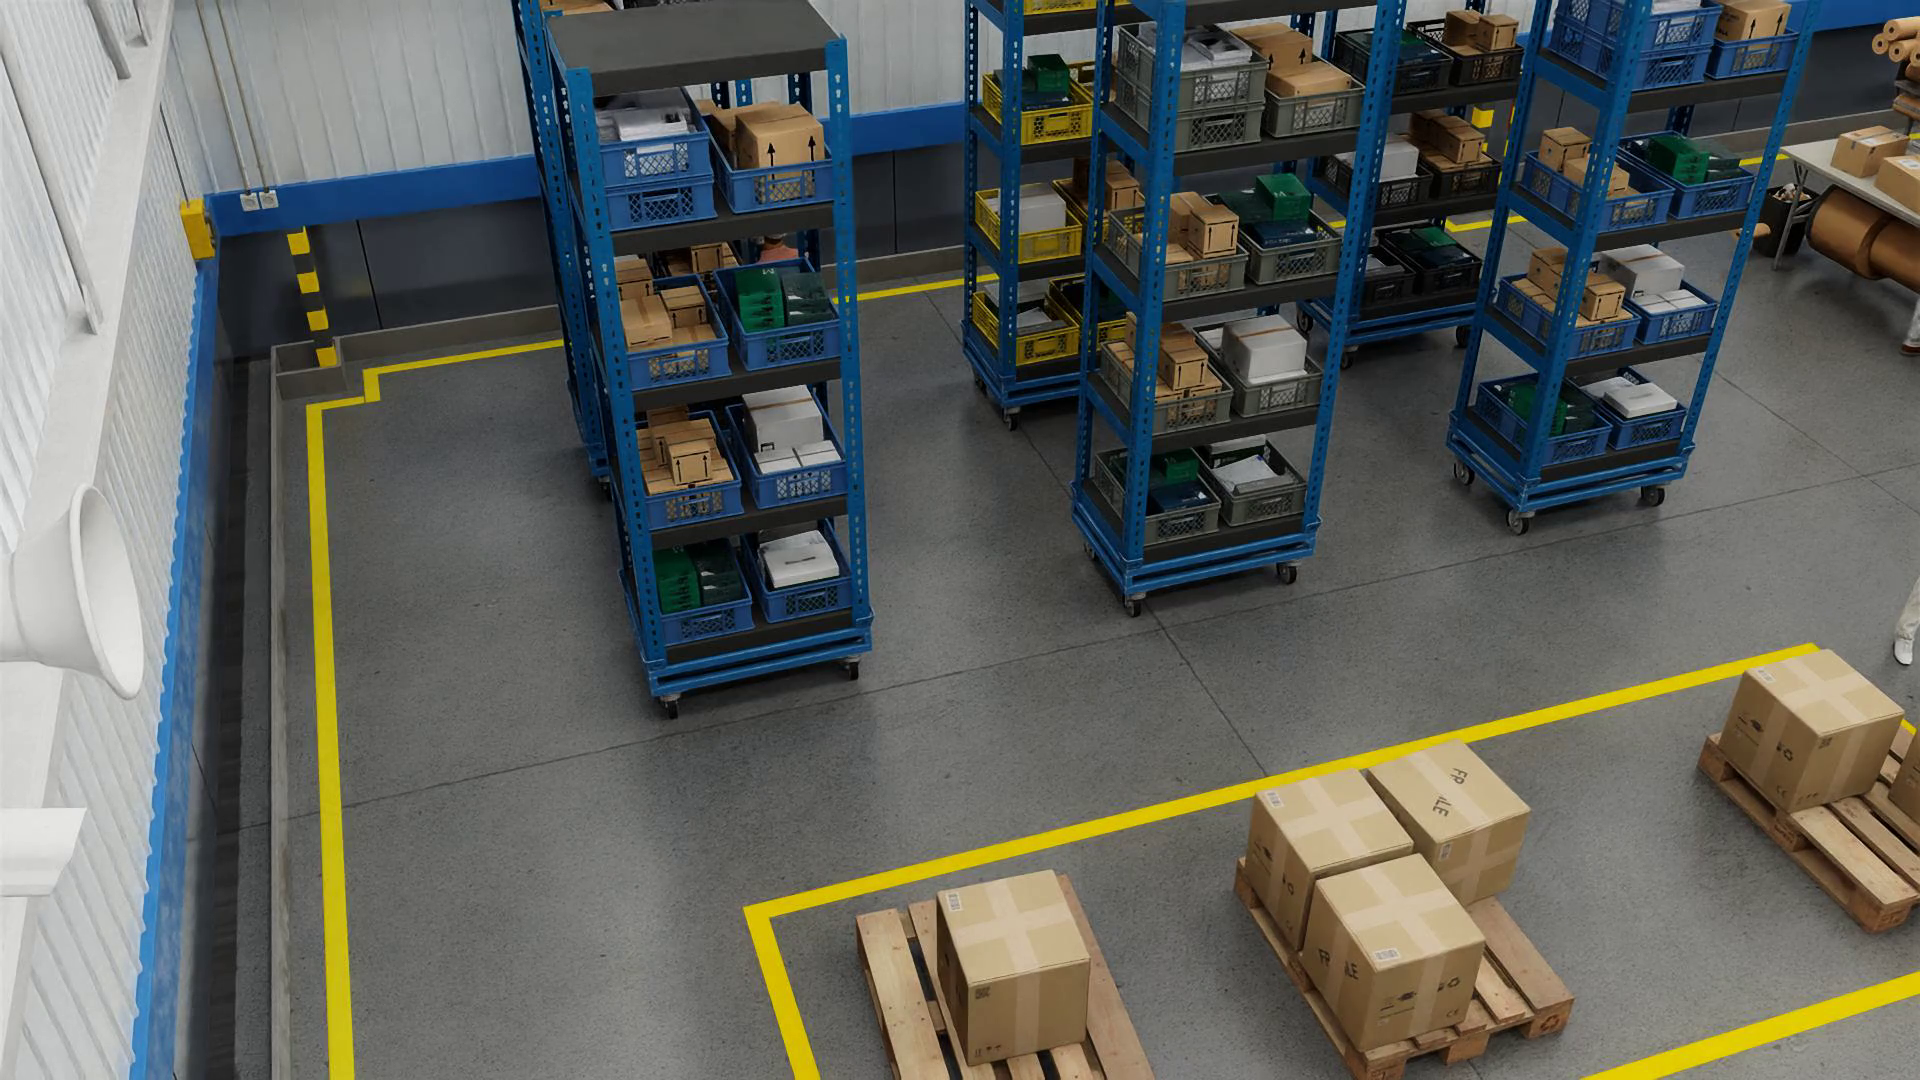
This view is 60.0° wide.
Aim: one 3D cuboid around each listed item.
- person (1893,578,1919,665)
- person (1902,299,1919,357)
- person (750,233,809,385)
[{"bbox_3d":[5.445,-0.028,8.891,0.525,1.639,0.307,2,35,2],"label":"person"},{"bbox_3d":[7.040,-2.059,11.524,0.371,1.932,0.629,-1,35,-2],"label":"person"},{"bbox_3d":[-1.114,-1.165,10.216,0.412,1.980,0.626,30,45,35],"label":"person"}]
